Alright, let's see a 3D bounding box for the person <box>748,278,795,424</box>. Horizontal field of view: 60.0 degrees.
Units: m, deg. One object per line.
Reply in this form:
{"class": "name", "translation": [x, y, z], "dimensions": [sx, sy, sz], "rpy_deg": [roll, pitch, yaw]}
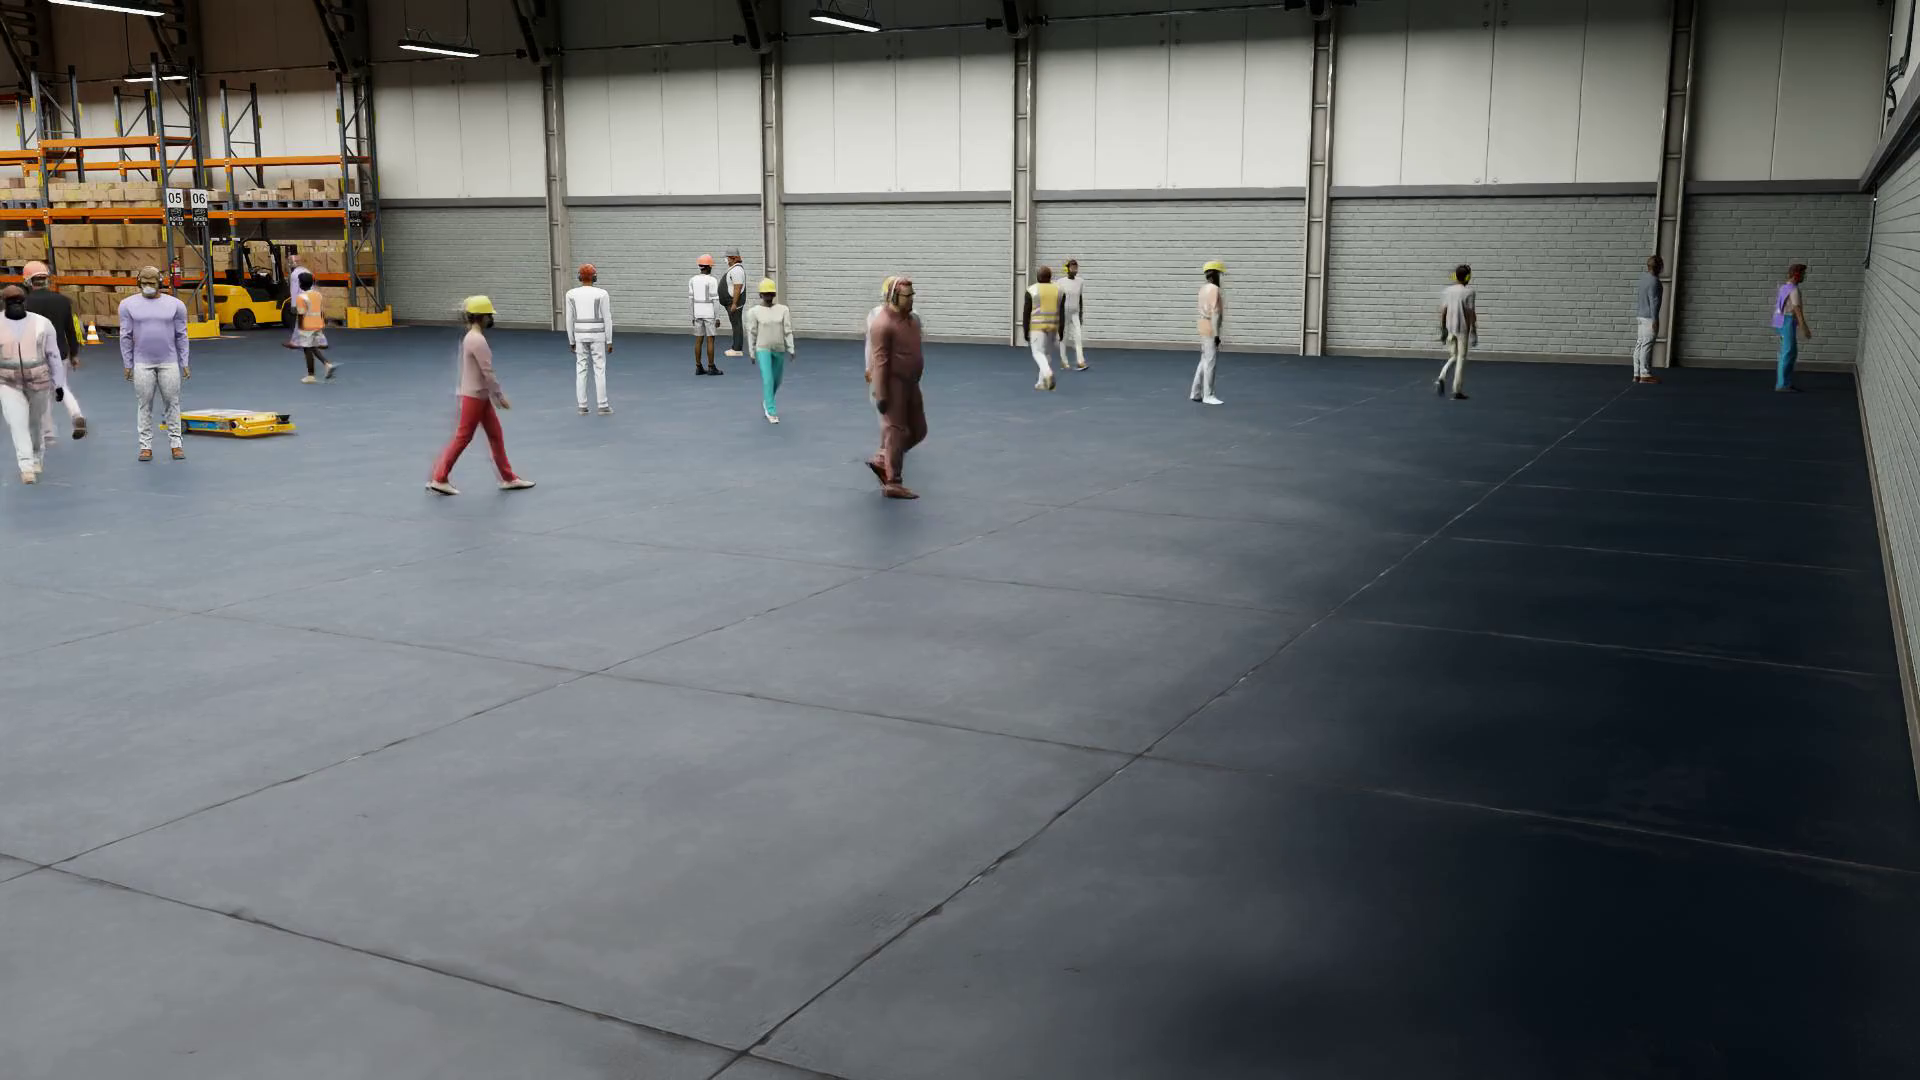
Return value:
{"class": "person", "translation": [-2.313, -2.304, 20.146], "dimensions": [0.530, 1.735, 0.830], "rpy_deg": [-5, 12, -26]}

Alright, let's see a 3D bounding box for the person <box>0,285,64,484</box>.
{"class": "person", "translation": [-8.634, -1.448, 15.349], "dimensions": [0.631, 1.797, 0.990], "rpy_deg": [-6, 12, -32]}

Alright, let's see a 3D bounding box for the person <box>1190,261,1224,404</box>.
{"class": "person", "translation": [3.306, -2.757, 22.210], "dimensions": [0.395, 1.887, 0.660], "rpy_deg": [-1, 10, -3]}

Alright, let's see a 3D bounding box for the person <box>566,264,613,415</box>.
{"class": "person", "translation": [-4.622, -2.502, 20.812], "dimensions": [0.580, 1.884, 0.352], "rpy_deg": [1, 10, 7]}

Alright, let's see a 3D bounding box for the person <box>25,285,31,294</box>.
{"class": "person", "translation": [-24.782, -6.872, 44.570], "dimensions": [0.405, 1.918, 0.582], "rpy_deg": [5, 11, 25]}

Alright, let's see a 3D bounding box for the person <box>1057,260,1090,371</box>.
{"class": "person", "translation": [1.870, -3.706, 27.500], "dimensions": [0.553, 1.831, 0.896], "rpy_deg": [-4, 11, -19]}

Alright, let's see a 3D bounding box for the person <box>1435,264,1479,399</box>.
{"class": "person", "translation": [6.804, -2.832, 22.700], "dimensions": [0.443, 1.857, 0.527], "rpy_deg": [-7, 13, -34]}

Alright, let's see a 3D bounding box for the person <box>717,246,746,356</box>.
{"class": "person", "translation": [-4.259, -4.456, 31.045], "dimensions": [0.538, 2.000, 0.681], "rpy_deg": [-2, 11, -9]}

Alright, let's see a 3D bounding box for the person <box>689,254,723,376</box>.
{"class": "person", "translation": [-4.071, -3.609, 26.707], "dimensions": [0.553, 1.935, 0.362], "rpy_deg": [6, 12, 29]}

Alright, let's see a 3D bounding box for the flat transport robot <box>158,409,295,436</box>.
{"class": "flat transport robot", "translation": [-8.354, -1.349, 18.927], "dimensions": [1.431, 0.197, 0.652], "rpy_deg": [5, 12, 25]}

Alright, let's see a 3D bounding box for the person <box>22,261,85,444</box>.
{"class": "person", "translation": [-9.708, -1.982, 17.751], "dimensions": [0.633, 1.971, 0.651], "rpy_deg": [7, 13, 34]}

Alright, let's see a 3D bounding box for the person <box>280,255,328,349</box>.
{"class": "person", "translation": [-12.929, -4.673, 32.753], "dimensions": [0.942, 1.855, 0.659], "rpy_deg": [-1, 10, -3]}

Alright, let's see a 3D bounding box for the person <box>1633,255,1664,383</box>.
{"class": "person", "translation": [10.498, -3.356, 25.321], "dimensions": [0.371, 1.941, 0.627], "rpy_deg": [1, 10, 5]}

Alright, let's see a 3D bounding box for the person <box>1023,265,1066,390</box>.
{"class": "person", "translation": [1.237, -3.051, 24.034], "dimensions": [0.621, 1.819, 0.803], "rpy_deg": [-4, 11, -19]}

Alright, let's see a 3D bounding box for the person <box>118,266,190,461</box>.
{"class": "person", "translation": [-8.030, -1.757, 16.623], "dimensions": [0.627, 1.934, 0.371], "rpy_deg": [-5, 12, -26]}

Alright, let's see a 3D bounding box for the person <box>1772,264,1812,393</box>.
{"class": "person", "translation": [11.828, -3.006, 23.685], "dimensions": [0.463, 1.838, 0.582], "rpy_deg": [4, 11, 19]}

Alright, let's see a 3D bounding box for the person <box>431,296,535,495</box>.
{"class": "person", "translation": [-4.212, -1.250, 14.439], "dimensions": [0.891, 1.730, 0.527], "rpy_deg": [-4, 11, -19]}

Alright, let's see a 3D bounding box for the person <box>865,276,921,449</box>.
{"class": "person", "translation": [-0.702, -1.813, 17.236], "dimensions": [0.626, 1.816, 0.430], "rpy_deg": [-4, 11, -22]}

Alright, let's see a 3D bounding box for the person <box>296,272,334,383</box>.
{"class": "person", "translation": [-9.812, -3.208, 25.182], "dimensions": [0.427, 1.684, 0.550], "rpy_deg": [3, 11, 18]}

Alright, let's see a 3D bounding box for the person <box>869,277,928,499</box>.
{"class": "person", "translation": [-0.545, -1.292, 14.189], "dimensions": [0.485, 1.890, 0.660], "rpy_deg": [5, 11, 25]}
